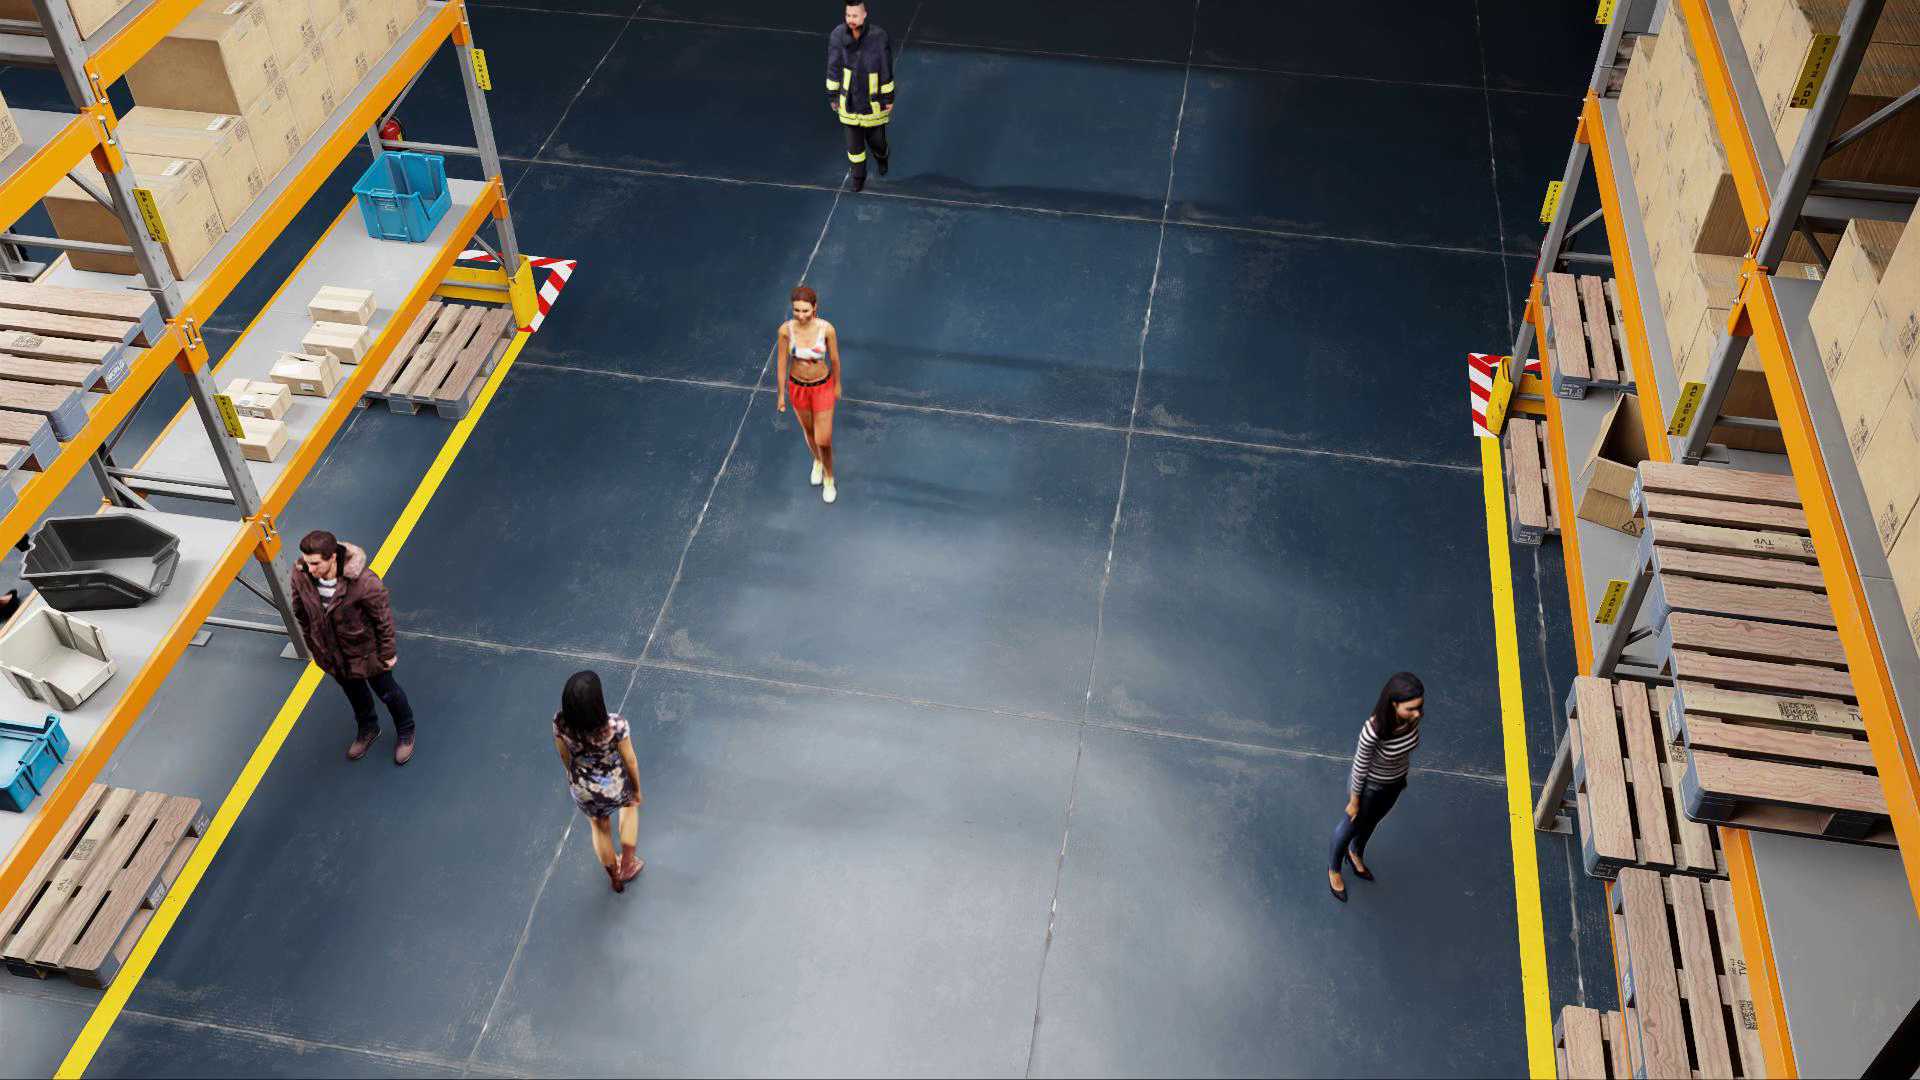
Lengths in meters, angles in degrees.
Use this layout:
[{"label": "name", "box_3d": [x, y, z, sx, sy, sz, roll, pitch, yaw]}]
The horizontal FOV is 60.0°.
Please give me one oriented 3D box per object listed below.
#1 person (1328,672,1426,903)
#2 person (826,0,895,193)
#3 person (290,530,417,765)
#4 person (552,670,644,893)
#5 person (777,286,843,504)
[{"label": "person", "box_3d": [2.325, 1.368, 9.290, 0.647, 1.795, 0.703, -25, 49, -24]}, {"label": "person", "box_3d": [-0.856, -4.062, 14.947, 0.750, 1.855, 0.748, 7, 44, 7]}, {"label": "person", "box_3d": [-3.655, 0.630, 10.027, 0.739, 1.848, 0.647, 6, 44, 6]}, {"label": "person", "box_3d": [-2.014, 1.430, 9.276, 0.654, 1.725, 0.651, -2, 44, -2]}, {"label": "person", "box_3d": [-1.055, -1.131, 11.928, 0.616, 1.775, 0.727, 4, 44, 4]}]
